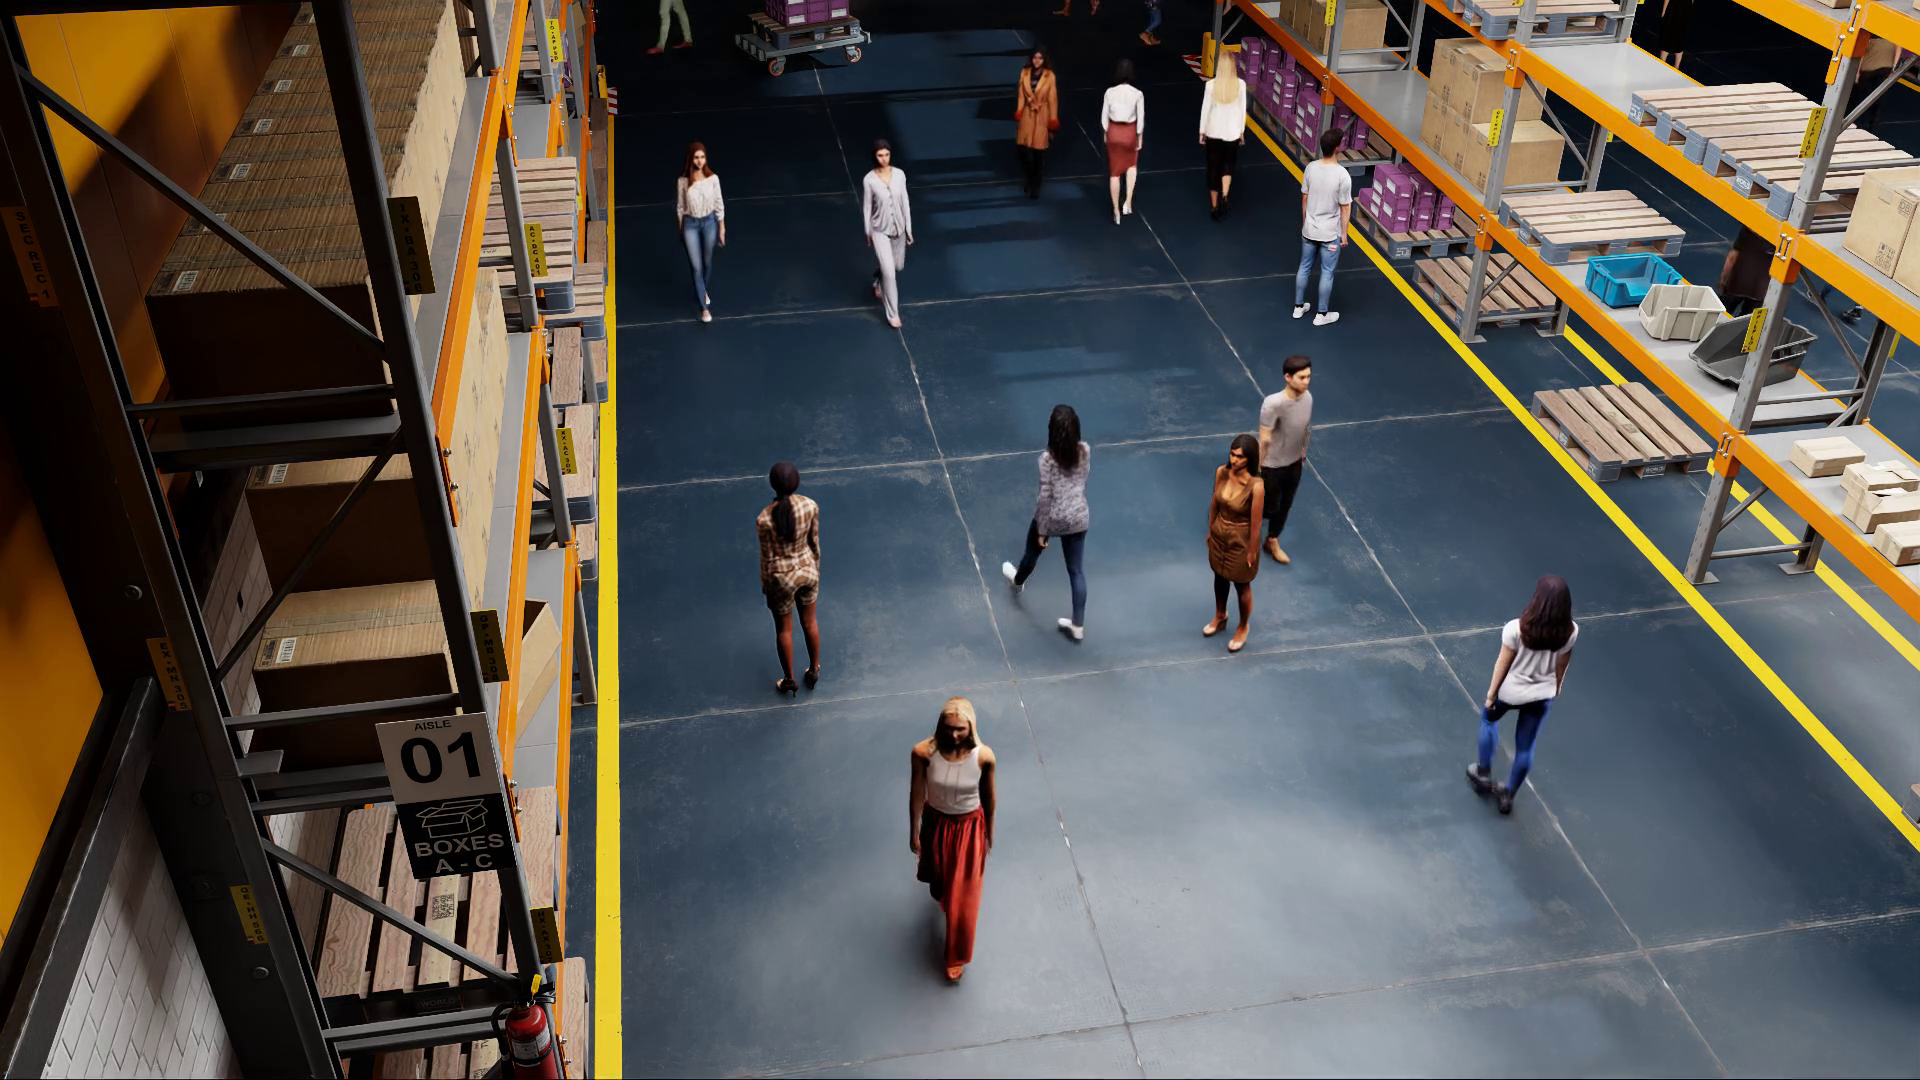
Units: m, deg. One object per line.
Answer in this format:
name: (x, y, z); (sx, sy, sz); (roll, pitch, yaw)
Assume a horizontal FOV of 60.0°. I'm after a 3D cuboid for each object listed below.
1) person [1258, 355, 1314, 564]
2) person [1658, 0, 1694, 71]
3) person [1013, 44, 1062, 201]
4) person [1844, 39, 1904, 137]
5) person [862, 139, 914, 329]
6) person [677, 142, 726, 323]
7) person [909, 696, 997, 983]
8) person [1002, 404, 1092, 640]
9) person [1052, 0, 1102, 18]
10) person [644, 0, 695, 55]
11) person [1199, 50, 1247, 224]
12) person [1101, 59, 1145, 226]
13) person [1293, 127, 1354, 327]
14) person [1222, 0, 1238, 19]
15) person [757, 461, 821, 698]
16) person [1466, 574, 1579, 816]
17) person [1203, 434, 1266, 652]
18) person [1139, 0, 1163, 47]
person: (2.312, -0.624, 12.240); (0.760, 1.713, 0.826); (-18, 38, -25)
person: (9.448, -6.965, 21.862); (0.545, 1.623, 0.543); (-6, 34, -9)
person: (0.851, -4.576, 18.189); (0.834, 1.710, 0.848); (12, 35, 17)
person: (10.733, -5.567, 19.591); (0.931, 1.809, 1.226); (5, 34, 7)
person: (-0.708, -2.939, 15.691); (0.762, 1.748, 1.087); (-14, 36, -20)
person: (-2.493, -2.984, 15.811); (0.678, 1.692, 1.031); (-10, 35, -14)
person: (-0.032, 1.499, 8.986); (0.807, 1.780, 1.071); (4, 34, 6)
person: (0.751, -0.082, 11.446); (0.831, 1.690, 1.191); (-16, 37, -23)
person: (1.709, -8.297, 23.796); (0.884, 1.701, 0.979); (8, 34, 11)
person: (-3.837, -7.557, 22.550); (0.987, 1.847, 1.064); (-18, 37, -25)
person: (2.771, -4.188, 17.483); (0.728, 1.845, 0.824); (2, 34, 2)
person: (1.704, -4.160, 17.537); (0.673, 1.739, 0.682); (5, 34, 8)
person: (3.394, -2.935, 15.558); (0.725, 1.890, 0.816); (27, 42, 34)
person: (3.904, -8.440, 23.974); (0.776, 1.742, 0.695); (16, 37, 23)
person: (-1.092, 0.263, 10.832); (0.648, 1.795, 0.646); (-17, 37, -23)
person: (3.363, 0.986, 9.857); (0.687, 1.671, 0.692); (0, 34, 0)
person: (1.870, 0.010, 11.314); (0.701, 1.683, 0.602); (-26, 42, -34)
person: (2.620, -7.431, 22.907); (0.622, 1.242, 0.536); (3, 34, 5)
